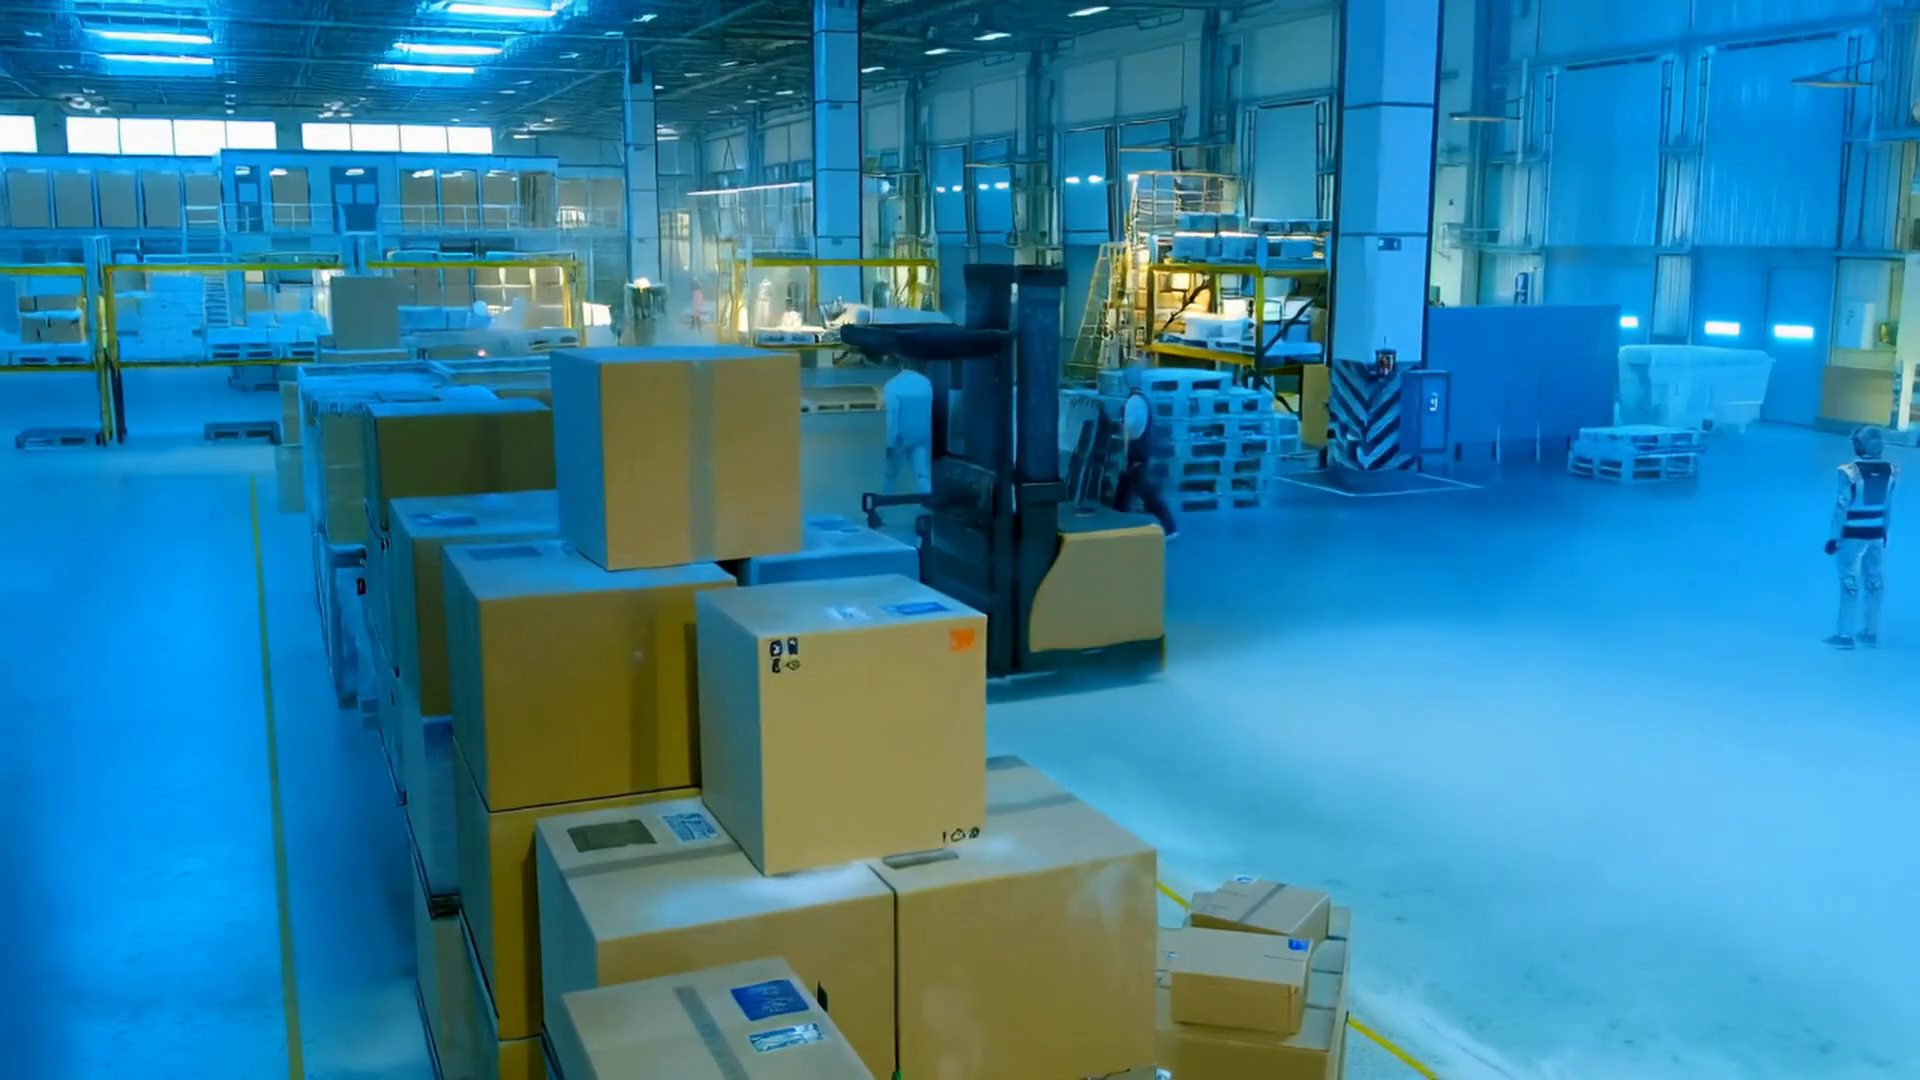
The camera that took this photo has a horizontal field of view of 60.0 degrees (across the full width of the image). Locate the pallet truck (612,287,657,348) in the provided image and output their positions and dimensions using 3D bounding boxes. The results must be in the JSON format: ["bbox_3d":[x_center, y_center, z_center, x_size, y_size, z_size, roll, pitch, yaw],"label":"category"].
[{"bbox_3d":[-6.464,-4.406,35.401,0.823,1.965,1.885,6,12,32],"label":"pallet truck"}]

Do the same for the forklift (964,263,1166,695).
[{"bbox_3d":[0.365,-0.447,11.149,1.873,2.768,1.129,-4,11,-23],"label":"forklift"}]

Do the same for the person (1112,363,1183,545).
[{"bbox_3d":[1.777,-0.839,16.332,0.971,1.798,0.517,4,11,23],"label":"person"}]

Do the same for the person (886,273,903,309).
[{"bbox_3d":[-2.100,-7.596,53.186,0.574,1.926,0.506,-2,10,-8],"label":"person"}]

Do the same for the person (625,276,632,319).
[{"bbox_3d":[-12.132,-9.139,61.633,0.614,1.942,0.406,2,10,10],"label":"person"}]

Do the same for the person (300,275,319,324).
[{"bbox_3d":[-19.899,-7.153,50.897,0.531,1.870,0.318,-3,11,-14],"label":"person"}]

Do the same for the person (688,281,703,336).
[{"bbox_3d":[-8.170,-7.099,51.092,0.567,1.677,0.553,-7,12,-33],"label":"person"}]

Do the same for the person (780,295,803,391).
[{"bbox_3d":[-3.327,-3.854,32.669,0.573,1.887,0.355,8,13,39],"label":"person"}]

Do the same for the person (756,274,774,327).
[{"bbox_3d":[-6.640,-8.097,56.289,0.697,1.802,0.701,7,12,34],"label":"person"}]

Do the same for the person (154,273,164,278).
[{"bbox_3d":[-23.548,-6.899,49.171,0.604,2.002,0.862,-10,14,-43],"label":"person"}]

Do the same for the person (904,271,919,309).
[{"bbox_3d":[-1.697,-8.431,57.829,0.597,1.905,0.791,-5,12,-27],"label":"person"}]

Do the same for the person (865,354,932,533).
[{"bbox_3d":[-0.583,-1.036,17.138,0.646,1.885,0.953,-9,14,-41],"label":"person"}]

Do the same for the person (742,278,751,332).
[{"bbox_3d":[-6.812,-7.482,53.037,0.419,1.755,0.537,-7,12,-33],"label":"person"}]

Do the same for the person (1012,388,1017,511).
[{"bbox_3d":[0.391,-0.778,15.709,0.651,1.884,1.008,-6,12,-30],"label":"person"}]

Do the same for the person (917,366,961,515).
[{"bbox_3d":[-0.169,-1.016,17.513,0.472,1.704,0.835,-5,11,-25],"label":"person"}]

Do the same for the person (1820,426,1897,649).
[{"bbox_3d":[6.599,-0.015,12.201,0.526,1.636,0.309,-3,11,-14],"label":"person"}]

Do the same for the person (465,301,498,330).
[{"bbox_3d":[-8.990,-3.583,31.312,0.623,1.838,0.430,-3,11,-15],"label":"person"}]
